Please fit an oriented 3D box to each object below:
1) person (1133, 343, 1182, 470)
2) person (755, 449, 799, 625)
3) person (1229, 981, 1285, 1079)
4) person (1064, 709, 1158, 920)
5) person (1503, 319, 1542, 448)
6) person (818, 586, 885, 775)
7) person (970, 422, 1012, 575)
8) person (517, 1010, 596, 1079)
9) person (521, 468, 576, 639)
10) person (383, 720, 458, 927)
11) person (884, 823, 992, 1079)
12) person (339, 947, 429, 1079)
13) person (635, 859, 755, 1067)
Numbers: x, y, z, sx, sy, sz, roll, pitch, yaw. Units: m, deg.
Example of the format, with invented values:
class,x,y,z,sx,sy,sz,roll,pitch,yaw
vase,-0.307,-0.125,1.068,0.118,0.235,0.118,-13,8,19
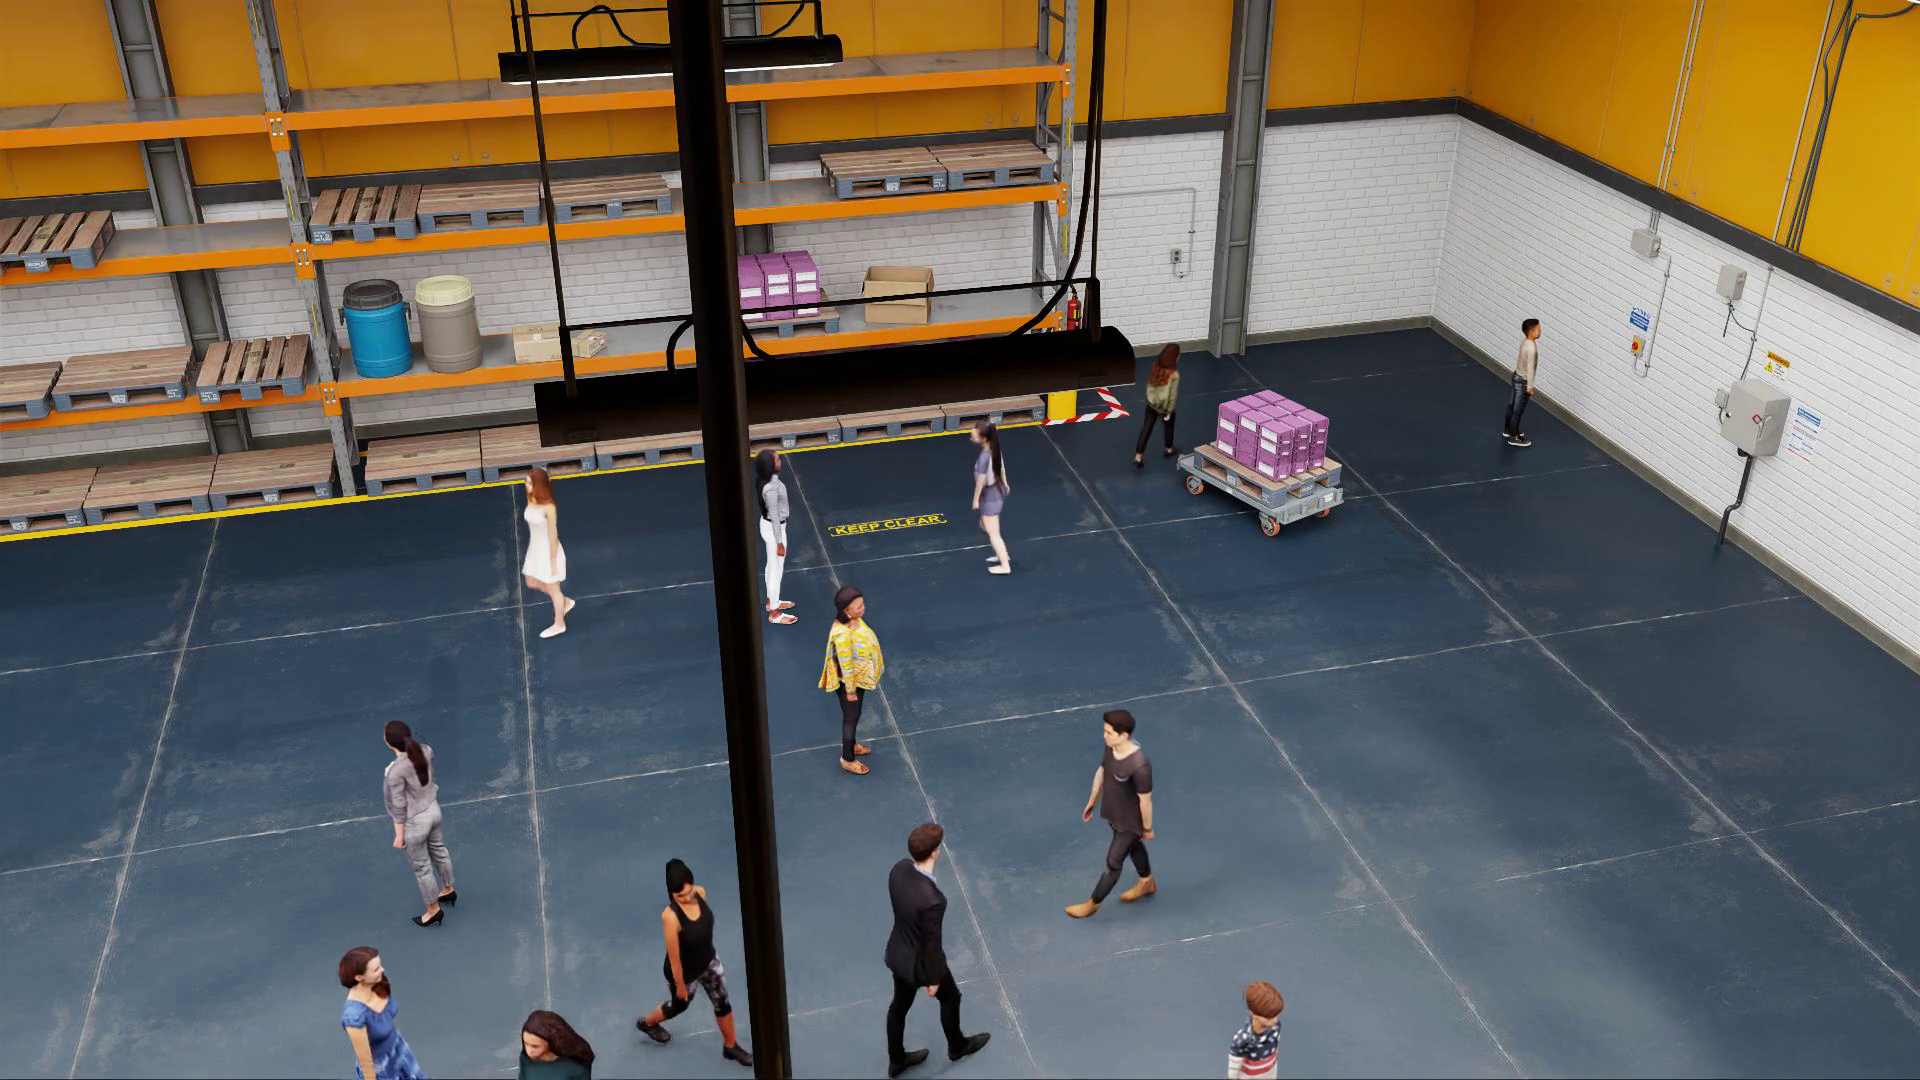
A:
class,x,y,z,sx,sy,sz,roll,pitch,yaw
person,2.128,-1.419,18.095,0.954,1.434,1.095,21,35,33
person,-1.708,-0.059,15.299,0.538,1.723,0.613,-5,29,-9
person,1.709,3.150,9.712,0.508,1.440,0.635,-20,34,-32
person,1.245,1.900,11.754,1.025,1.678,0.661,-11,30,-19
person,6.348,-1.802,18.763,0.620,1.465,0.622,3,29,5
person,-0.875,1.094,13.256,0.846,1.655,0.806,1,29,1
person,0.371,-0.400,16.034,0.774,1.618,0.732,15,32,25
person,-2.195,3.232,9.411,1.051,1.583,1.062,12,31,21
person,-3.670,0.086,15.054,0.809,1.703,0.734,-24,37,-37
person,-3.784,1.969,11.628,0.745,1.677,0.723,8,30,14
person,-0.339,2.601,10.283,1.034,1.858,0.881,-19,34,-30
person,-3.355,3.063,9.503,1.007,1.792,0.797,-1,29,-3
person,-1.770,2.644,10.435,1.155,1.635,1.020,10,30,18
